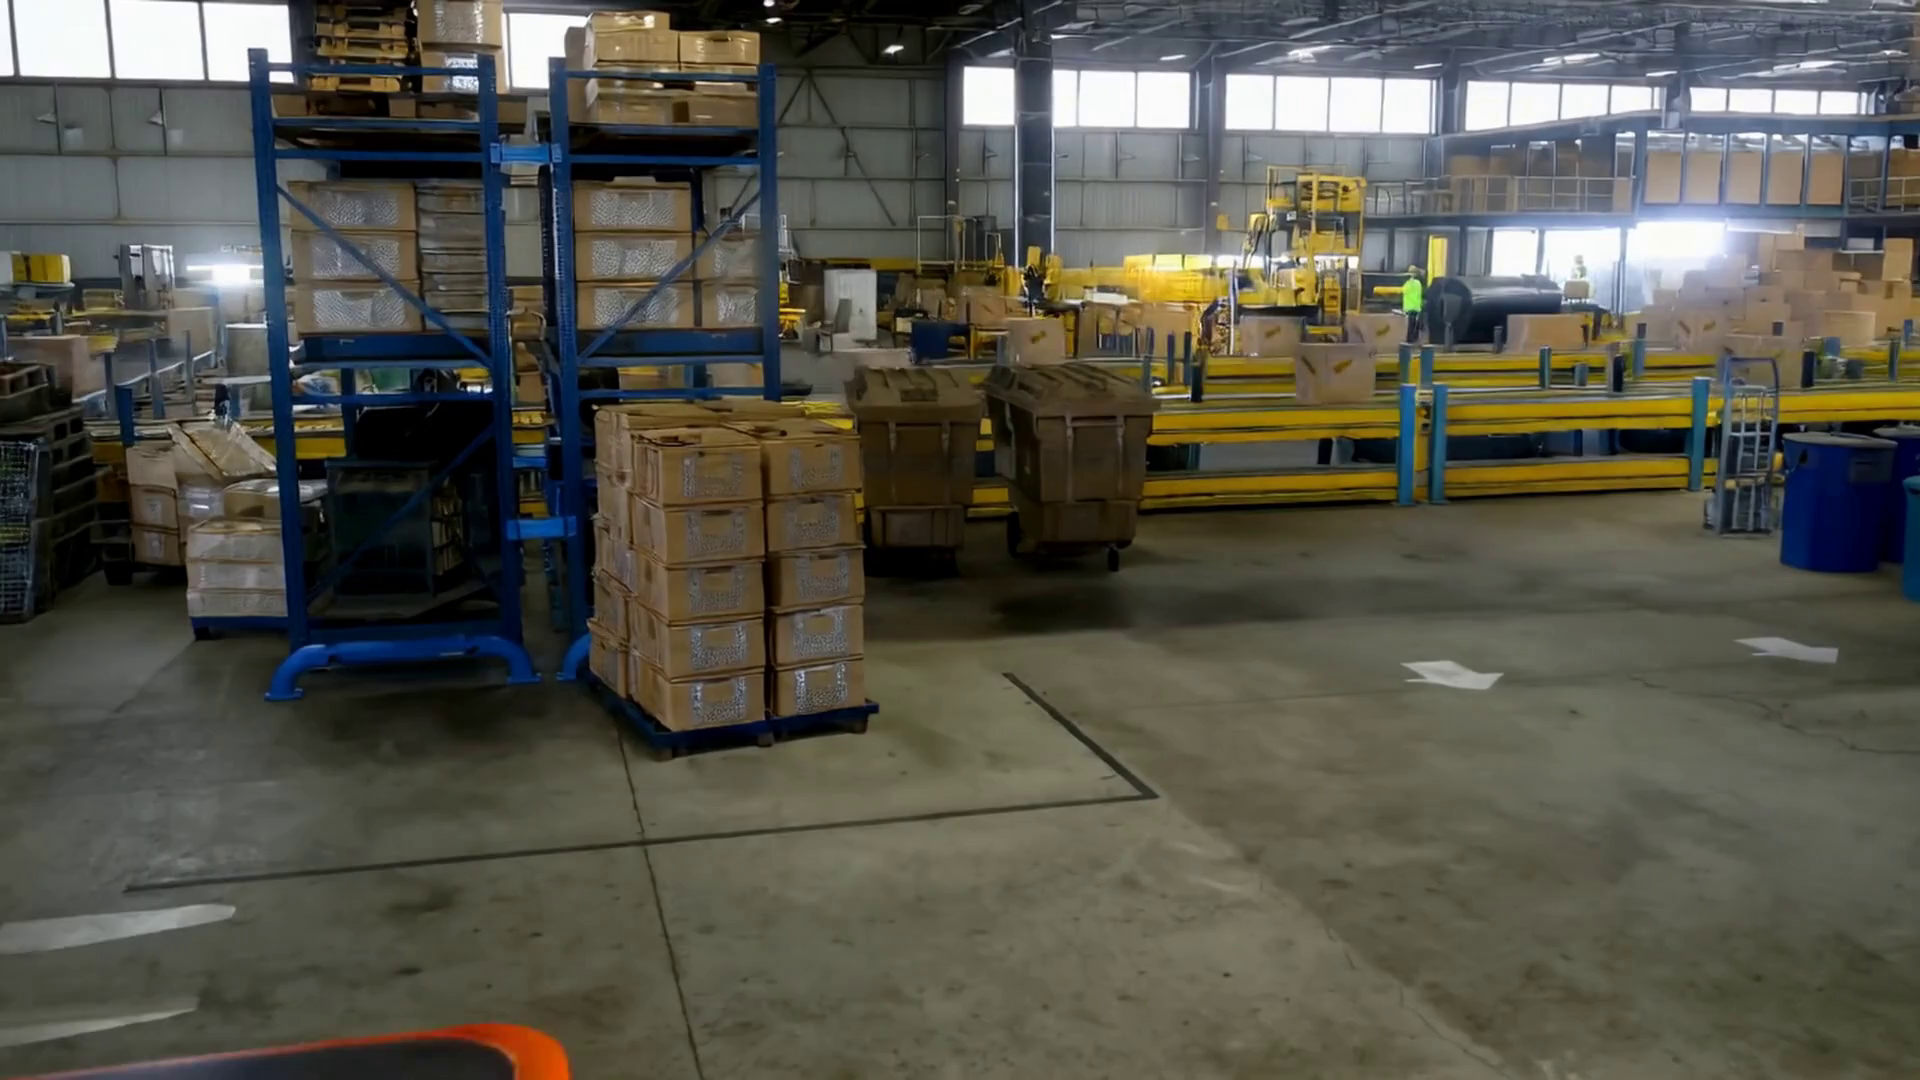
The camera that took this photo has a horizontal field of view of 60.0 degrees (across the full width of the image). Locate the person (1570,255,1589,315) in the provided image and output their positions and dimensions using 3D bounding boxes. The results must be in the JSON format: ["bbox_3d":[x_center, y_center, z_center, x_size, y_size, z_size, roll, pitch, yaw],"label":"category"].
[{"bbox_3d":[19.210,-7.925,51.700,0.628,1.855,0.707,0,10,-2],"label":"person"}]

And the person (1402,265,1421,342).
[{"bbox_3d":[8.749,-4.431,32.203,0.524,1.769,0.308,-9,13,-41],"label":"person"}]

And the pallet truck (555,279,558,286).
[{"bbox_3d":[-10.604,-6.375,44.520,0.653,1.274,1.630,-3,10,-15],"label":"pallet truck"}]

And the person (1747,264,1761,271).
[{"bbox_3d":[13.207,-3.705,27.938,0.938,1.811,0.681,2,10,11],"label":"person"}]

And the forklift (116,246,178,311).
[{"bbox_3d":[-19.966,-6.232,40.894,1.157,1.987,2.680,-3,10,-15],"label":"forklift"}]

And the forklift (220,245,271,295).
[{"bbox_3d":[-17.749,-6.334,41.440,1.157,1.987,2.680,-3,10,-17],"label":"forklift"}]
